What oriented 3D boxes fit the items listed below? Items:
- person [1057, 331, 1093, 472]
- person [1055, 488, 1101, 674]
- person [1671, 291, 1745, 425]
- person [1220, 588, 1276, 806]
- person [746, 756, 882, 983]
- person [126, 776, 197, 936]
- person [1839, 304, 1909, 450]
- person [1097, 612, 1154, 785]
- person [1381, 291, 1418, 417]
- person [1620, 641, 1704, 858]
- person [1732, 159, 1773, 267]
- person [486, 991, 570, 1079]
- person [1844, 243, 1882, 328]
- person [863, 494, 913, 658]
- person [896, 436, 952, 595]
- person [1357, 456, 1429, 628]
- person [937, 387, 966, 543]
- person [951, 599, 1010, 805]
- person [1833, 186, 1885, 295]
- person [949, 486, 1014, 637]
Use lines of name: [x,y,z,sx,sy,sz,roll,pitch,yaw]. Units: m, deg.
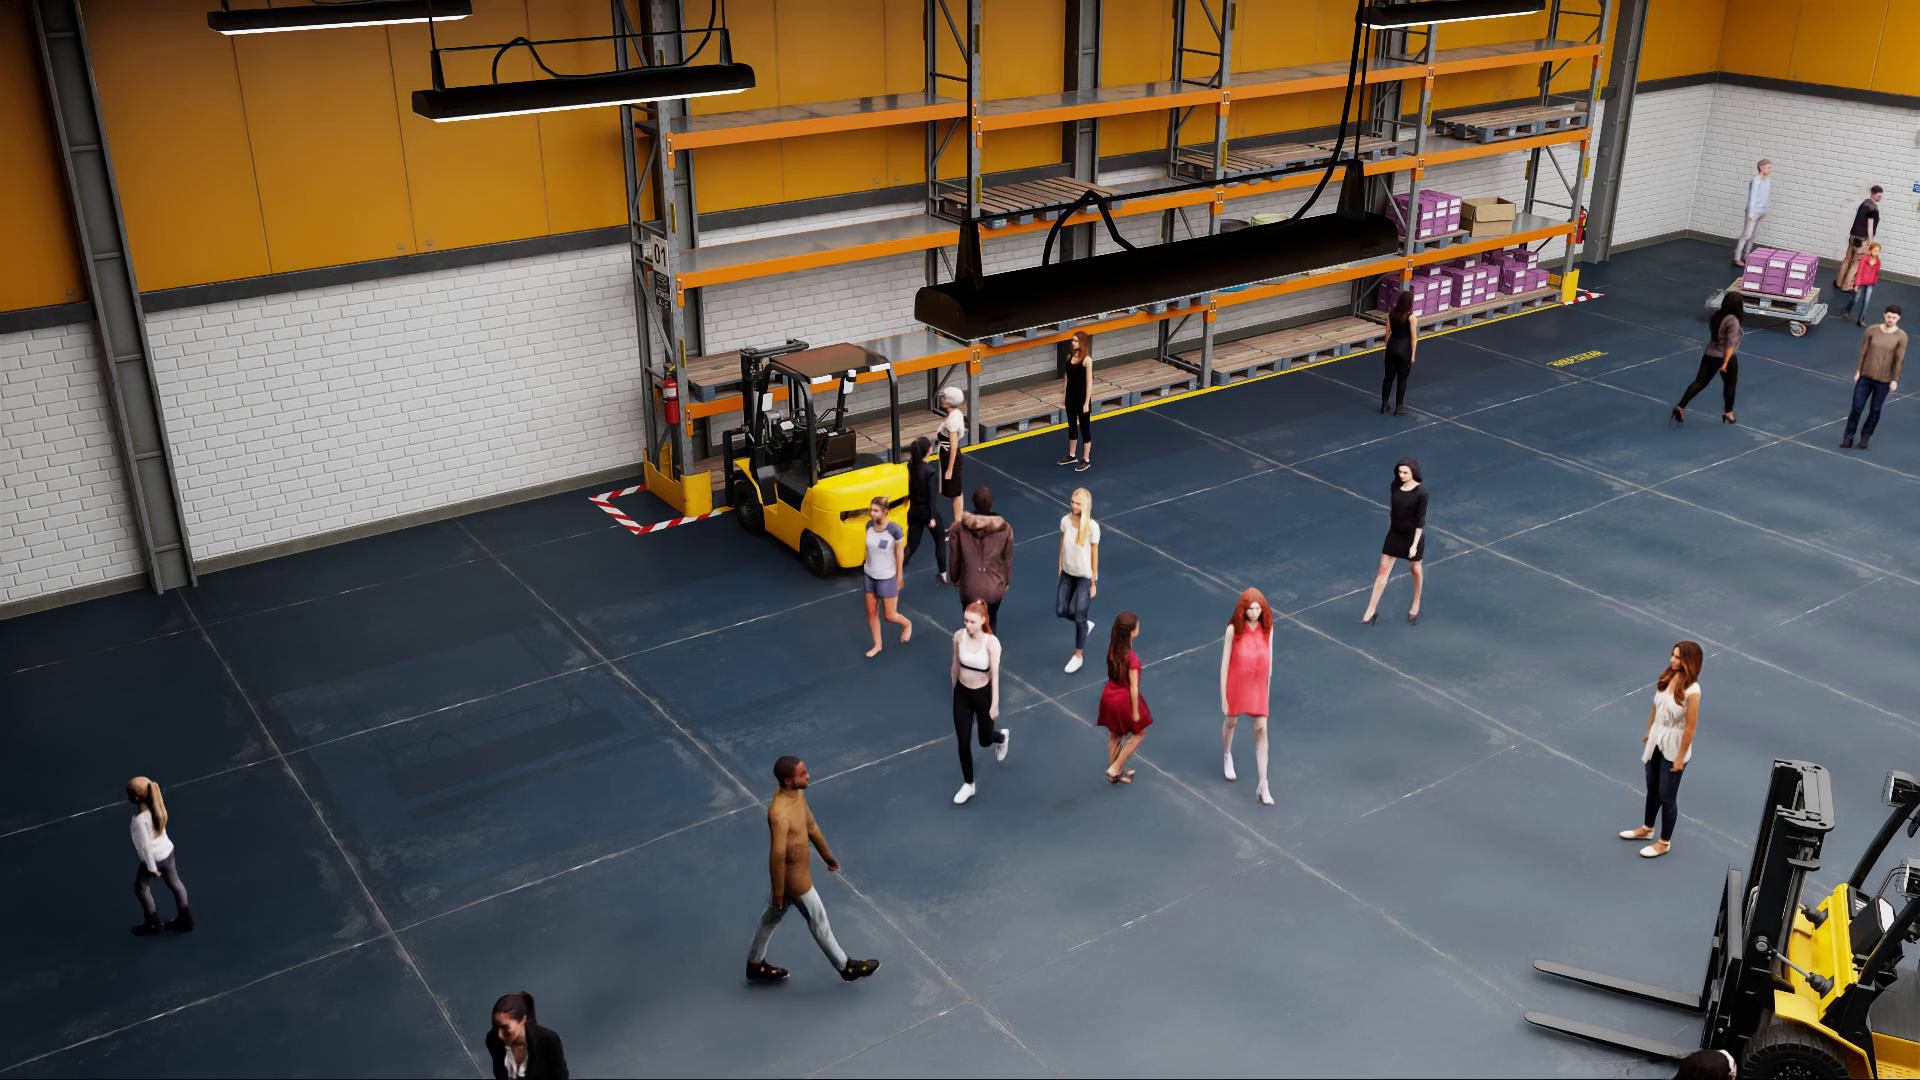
person: [1.444,-1.711,20.213,0.533,1.726,0.595,-19,30,-37]
person: [1.159,0.339,15.436,0.727,1.796,0.896,18,29,35]
person: [9.689,-2.291,21.448,1.230,1.799,0.891,-7,25,-16]
person: [2.279,1.188,13.497,1.081,1.791,0.988,-4,24,-9]
person: [-1.217,2.241,11.126,1.239,1.763,1.057,0,24,0]
person: [-5.622,2.232,11.764,0.733,1.266,0.669,3,24,8]
person: [11.491,-2.057,20.828,0.831,1.866,0.990,17,29,34]
person: [1.267,1.317,13.508,0.629,1.548,0.548,-14,27,-29]
person: [5.806,-2.478,22.015,0.648,1.688,0.629,18,29,35]
person: [5.386,1.574,12.623,0.660,1.785,0.673,-5,24,-11]
person: [14.001,-5.772,29.300,0.497,1.888,0.698,-17,29,-34]
person: [-2.317,3.135,9.287,1.129,1.597,1.088,-1,24,-2]
person: [14.107,-4.005,25.991,0.805,1.300,0.856,3,24,7]
person: [-0.699,0.325,15.703,0.716,1.606,0.838,15,28,30]
person: [-0.437,-0.208,16.837,1.088,1.675,0.679,-20,31,-38]
person: [4.406,0.004,16.243,1.074,1.763,0.696,-22,32,-40]
person: [-0.070,-0.831,18.162,0.730,1.755,0.690,2,24,5]
person: [0.170,1.257,13.423,0.838,1.725,1.069,14,27,29]
person: [14.960,-5.047,27.743,0.953,1.806,0.930,-2,24,-5]
person: [0.190,0.444,15.173,1.204,1.813,1.229,2,24,4]
